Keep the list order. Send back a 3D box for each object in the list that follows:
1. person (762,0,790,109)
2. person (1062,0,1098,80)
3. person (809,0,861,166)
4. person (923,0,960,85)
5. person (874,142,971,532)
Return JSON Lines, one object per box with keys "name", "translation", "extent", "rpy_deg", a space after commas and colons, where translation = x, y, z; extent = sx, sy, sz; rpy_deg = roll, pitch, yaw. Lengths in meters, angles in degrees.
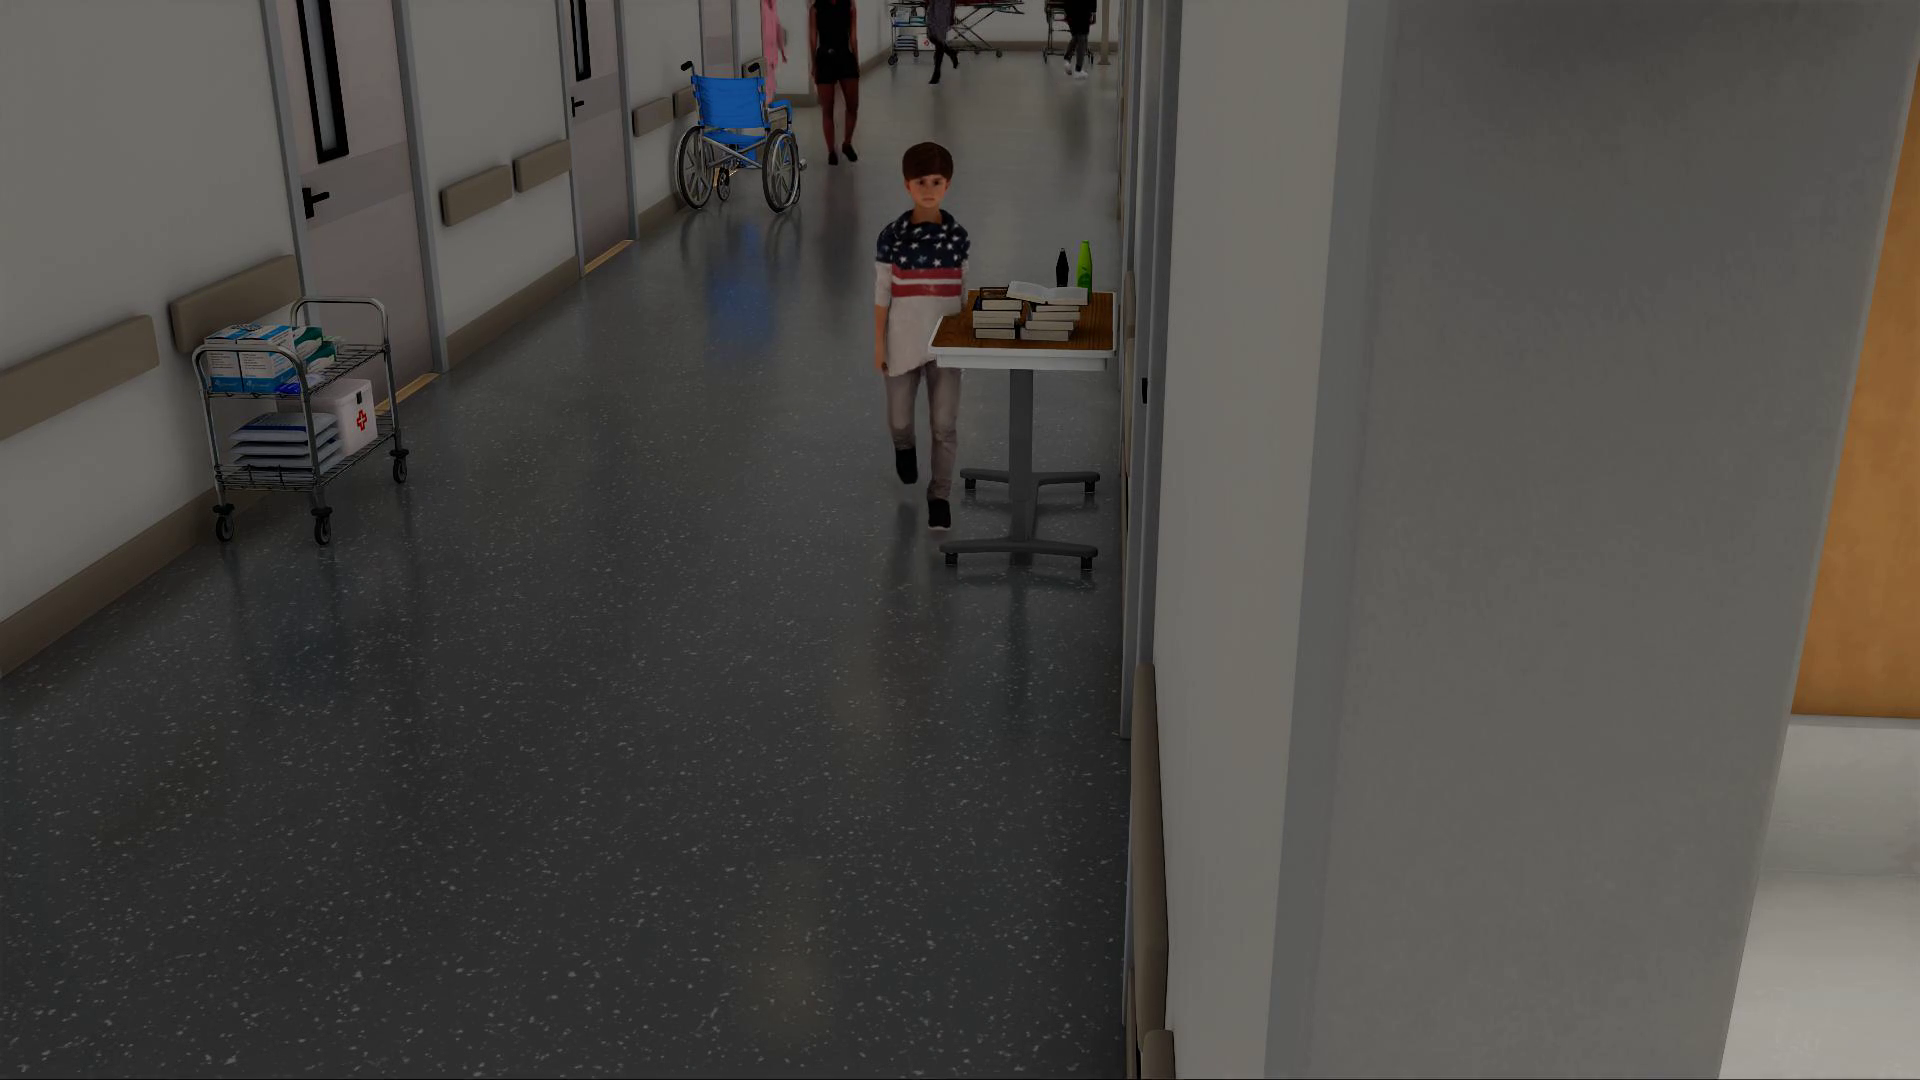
{"name": "person", "translation": [-2.061, -4.930, 16.778], "extent": [0.798, 1.786, 0.699], "rpy_deg": [12, 24, 28]}
{"name": "person", "translation": [1.591, -7.306, 23.102], "extent": [0.831, 1.750, 0.888], "rpy_deg": [17, 27, 38]}
{"name": "person", "translation": [-1.157, -4.313, 15.234], "extent": [0.706, 1.725, 0.729], "rpy_deg": [-4, 21, -12]}
{"name": "person", "translation": [-0.222, -7.086, 22.498], "extent": [0.886, 1.766, 1.052], "rpy_deg": [12, 24, 29]}
{"name": "person", "translation": [-0.153, -0.791, 6.369], "extent": [0.624, 1.419, 0.956], "rpy_deg": [-2, 21, -5]}
